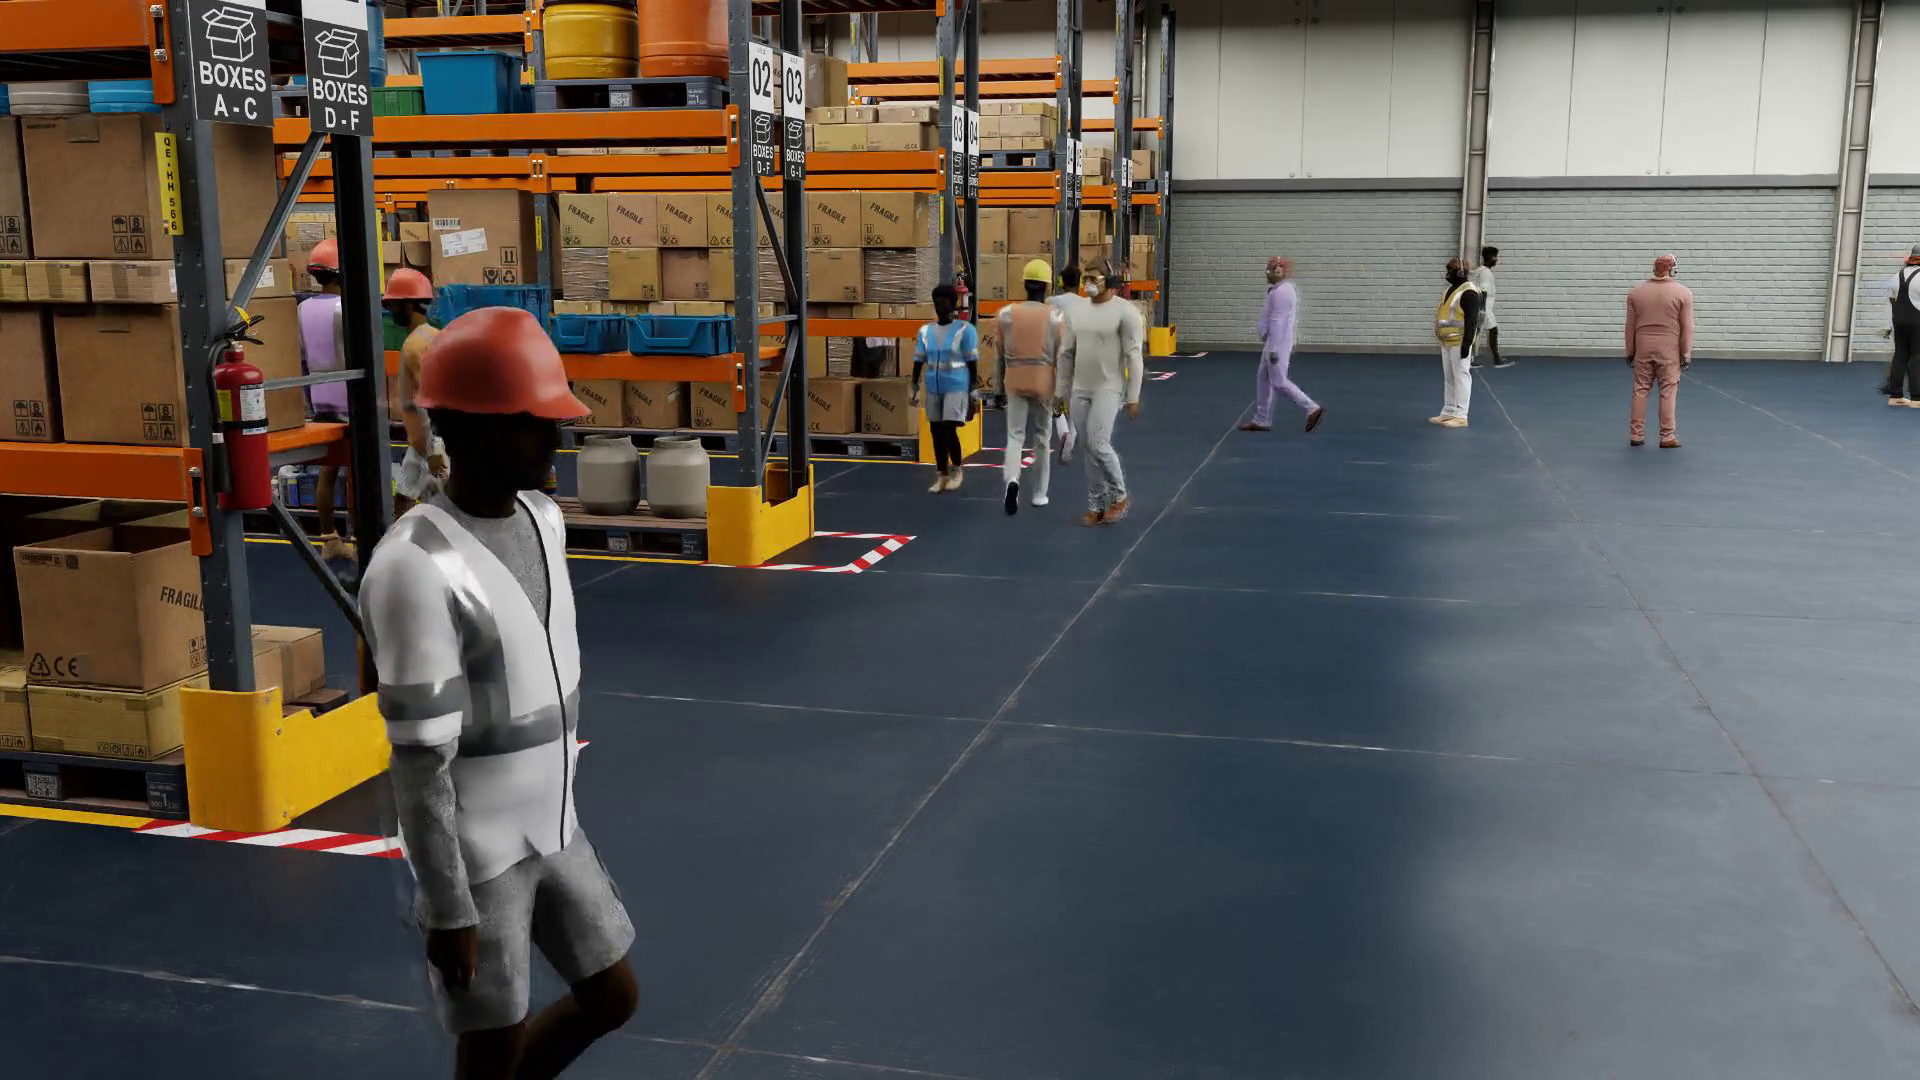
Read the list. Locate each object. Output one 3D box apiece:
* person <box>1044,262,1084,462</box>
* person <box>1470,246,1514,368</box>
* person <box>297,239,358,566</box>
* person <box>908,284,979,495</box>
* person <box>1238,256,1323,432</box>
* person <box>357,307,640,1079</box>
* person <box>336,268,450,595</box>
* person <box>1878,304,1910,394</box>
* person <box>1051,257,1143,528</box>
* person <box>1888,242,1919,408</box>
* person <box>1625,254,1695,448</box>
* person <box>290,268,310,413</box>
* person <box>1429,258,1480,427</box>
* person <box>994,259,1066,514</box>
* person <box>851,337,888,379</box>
[{"bbox_3d":[0.993,-1.638,15.386,0.522,1.840,0.749,-1,10,-8],"label":"person"},{"bbox_3d":[8.470,-3.691,26.469,0.871,1.932,0.641,1,10,5],"label":"person"},{"bbox_3d":[-3.877,-0.855,10.455,0.608,2.048,0.365,5,11,26],"label":"person"},{"bbox_3d":[-0.135,-1.193,13.282,0.543,1.688,0.406,7,12,33],"label":"person"},{"bbox_3d":[3.426,-2.067,17.646,0.817,1.881,0.651,2,10,11],"label":"person"},{"bbox_3d":[-0.836,0.539,3.067,0.415,1.924,0.575,3,11,15],"label":"person"},{"bbox_3d":[-3.057,-0.596,9.491,1.006,1.878,0.567,0,10,-1],"label":"person"},{"bbox_3d":[12.616,-2.874,22.105,1.002,1.893,0.564,-4,11,-20],"label":"person"},{"bbox_3d":[0.954,-1.034,11.793,0.437,1.923,0.635,-10,14,-43],"label":"person"},{"bbox_3d":[11.750,-2.643,20.383,0.538,2.000,0.684,-2,10,-12],"label":"person"},{"bbox_3d":[6.917,-1.864,16.440,0.650,1.906,0.401,9,14,42],"label":"person"},{"bbox_3d":[-6.322,-1.690,15.682,1.010,1.833,0.590,3,11,16],"label":"person"},{"bbox_3d":[5.447,-2.166,18.289,0.430,1.845,0.624,-1,10,-6],"label":"person"},{"bbox_3d":[0.530,-1.154,12.520,0.590,1.903,0.784,2,10,9],"label":"person"},{"bbox_3d":[-0.901,-2.002,17.244,0.700,1.901,0.595,5,12,28],"label":"person"}]
